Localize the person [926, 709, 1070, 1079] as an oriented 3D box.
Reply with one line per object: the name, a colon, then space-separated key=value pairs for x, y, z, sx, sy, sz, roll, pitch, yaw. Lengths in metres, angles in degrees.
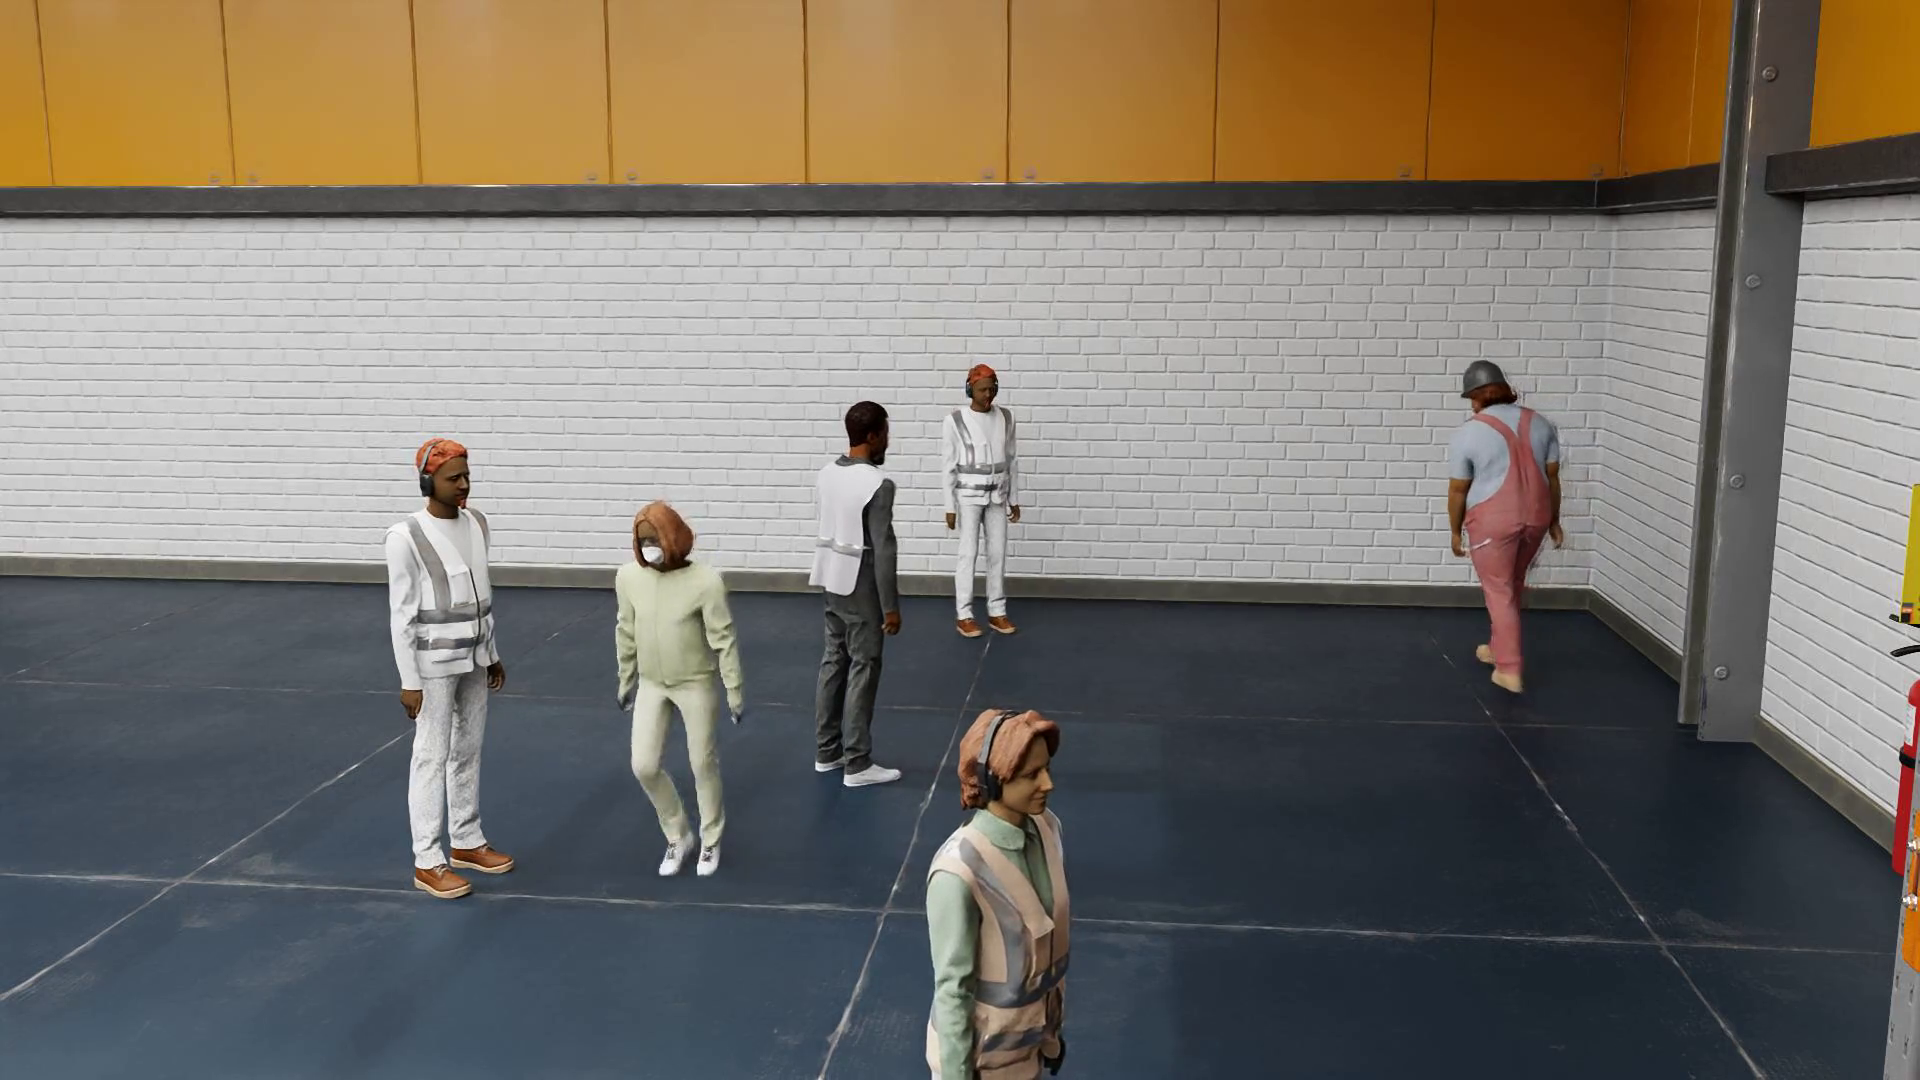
person: x=0.088 y=1.179 z=3.804 sx=0.315 sy=1.641 sz=0.515 roll=5 pitch=11 yaw=28

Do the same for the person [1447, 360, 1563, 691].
person: x=3.270 y=-0.142 z=10.225 sx=0.745 sy=2.000 sz=0.873 roll=-3 pitch=10 yaw=-18

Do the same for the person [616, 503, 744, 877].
person: x=-1.174 y=0.636 z=6.978 sx=0.615 sy=1.605 sz=0.450 roll=2 pitch=10 yaw=14

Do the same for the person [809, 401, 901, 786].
person: x=-0.525 y=0.263 z=8.307 sx=0.410 sy=1.907 sz=0.590 roll=-6 pitch=12 yaw=-33

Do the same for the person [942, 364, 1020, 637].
person: x=0.143 y=-0.271 z=11.437 sx=0.586 sy=1.879 sz=0.356 roll=-6 pitch=11 yaw=-30

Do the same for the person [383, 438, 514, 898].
person: x=-2.112 y=0.517 z=6.899 sx=0.340 sy=1.882 sz=0.586 roll=4 pitch=11 yaw=22
